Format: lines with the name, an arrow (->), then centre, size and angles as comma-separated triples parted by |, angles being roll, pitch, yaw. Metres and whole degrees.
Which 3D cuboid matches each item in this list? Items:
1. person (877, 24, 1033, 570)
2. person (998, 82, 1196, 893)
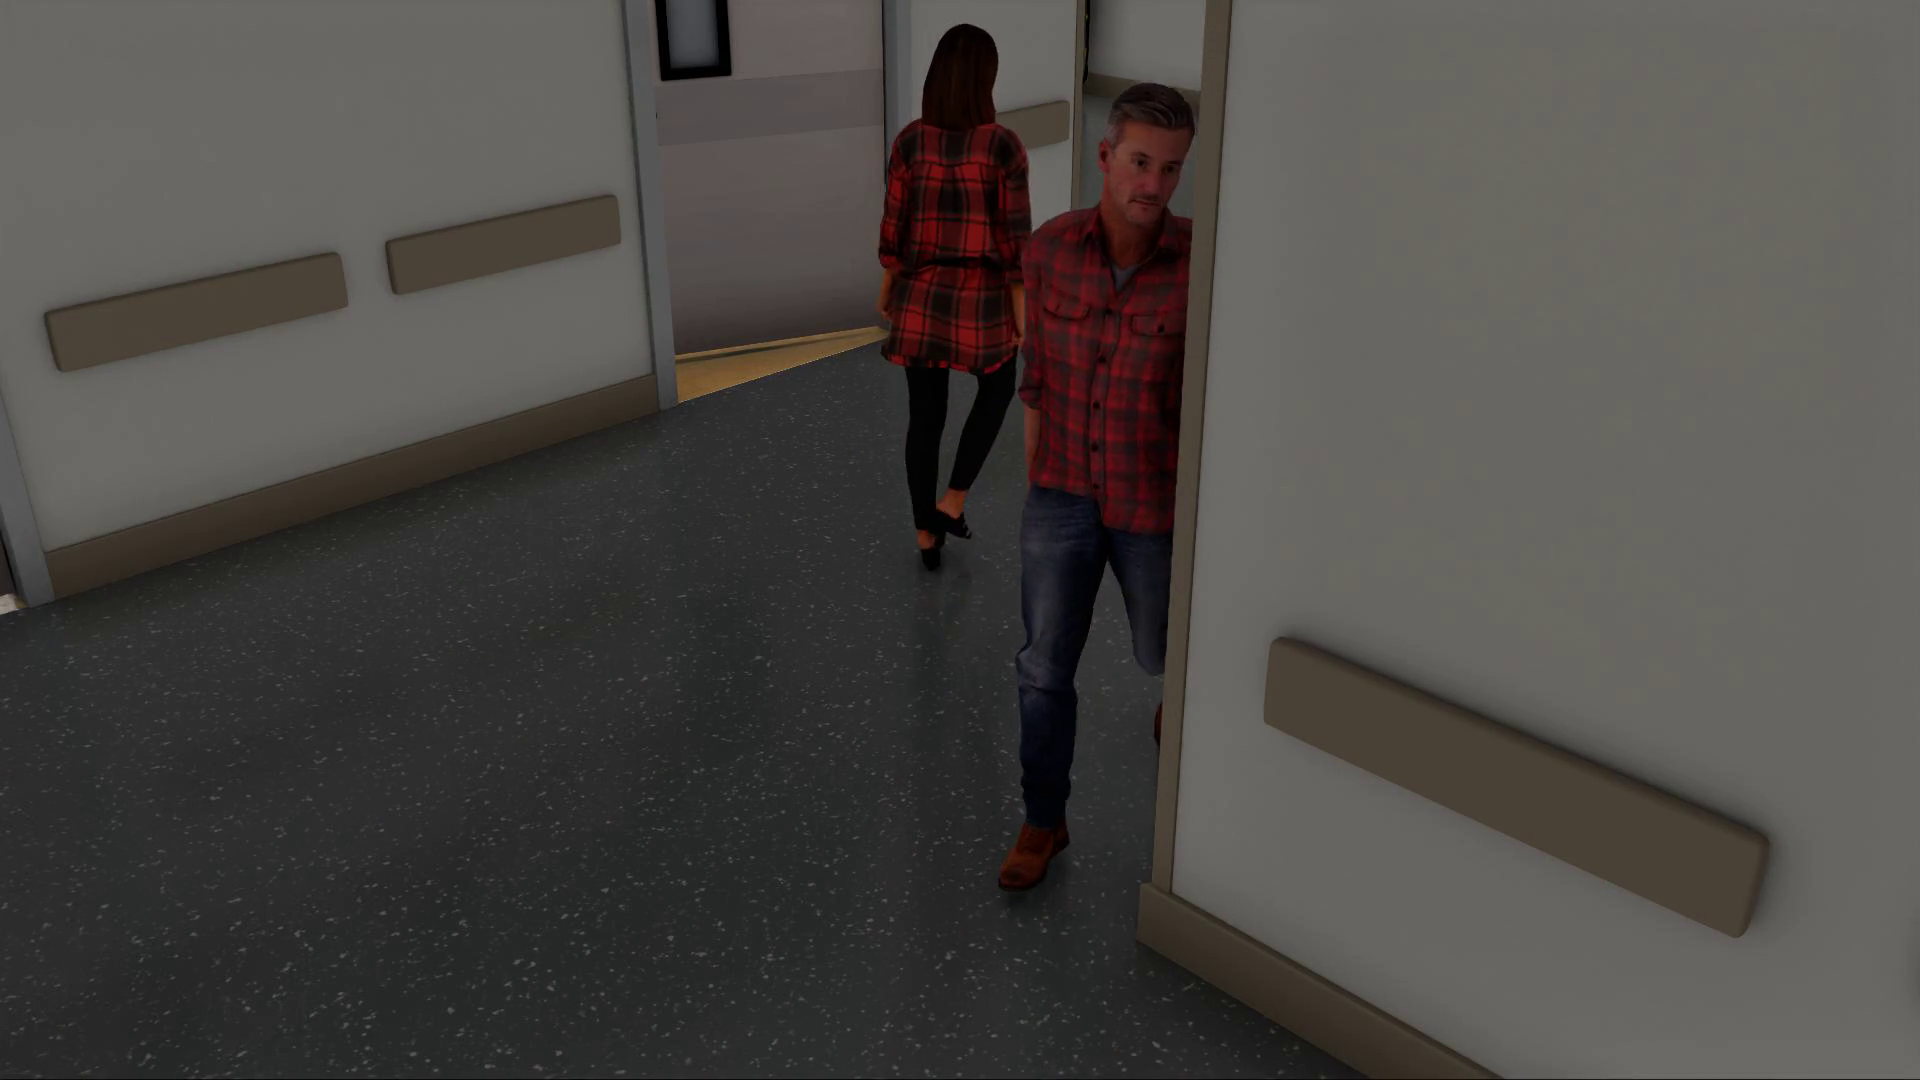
person -> -0.022, -0.680, 5.092 | 0.791, 1.687, 0.788 | 7, 27, 14
person -> 0.398, -0.131, 3.825 | 0.970, 1.799, 1.253 | 11, 28, 21
